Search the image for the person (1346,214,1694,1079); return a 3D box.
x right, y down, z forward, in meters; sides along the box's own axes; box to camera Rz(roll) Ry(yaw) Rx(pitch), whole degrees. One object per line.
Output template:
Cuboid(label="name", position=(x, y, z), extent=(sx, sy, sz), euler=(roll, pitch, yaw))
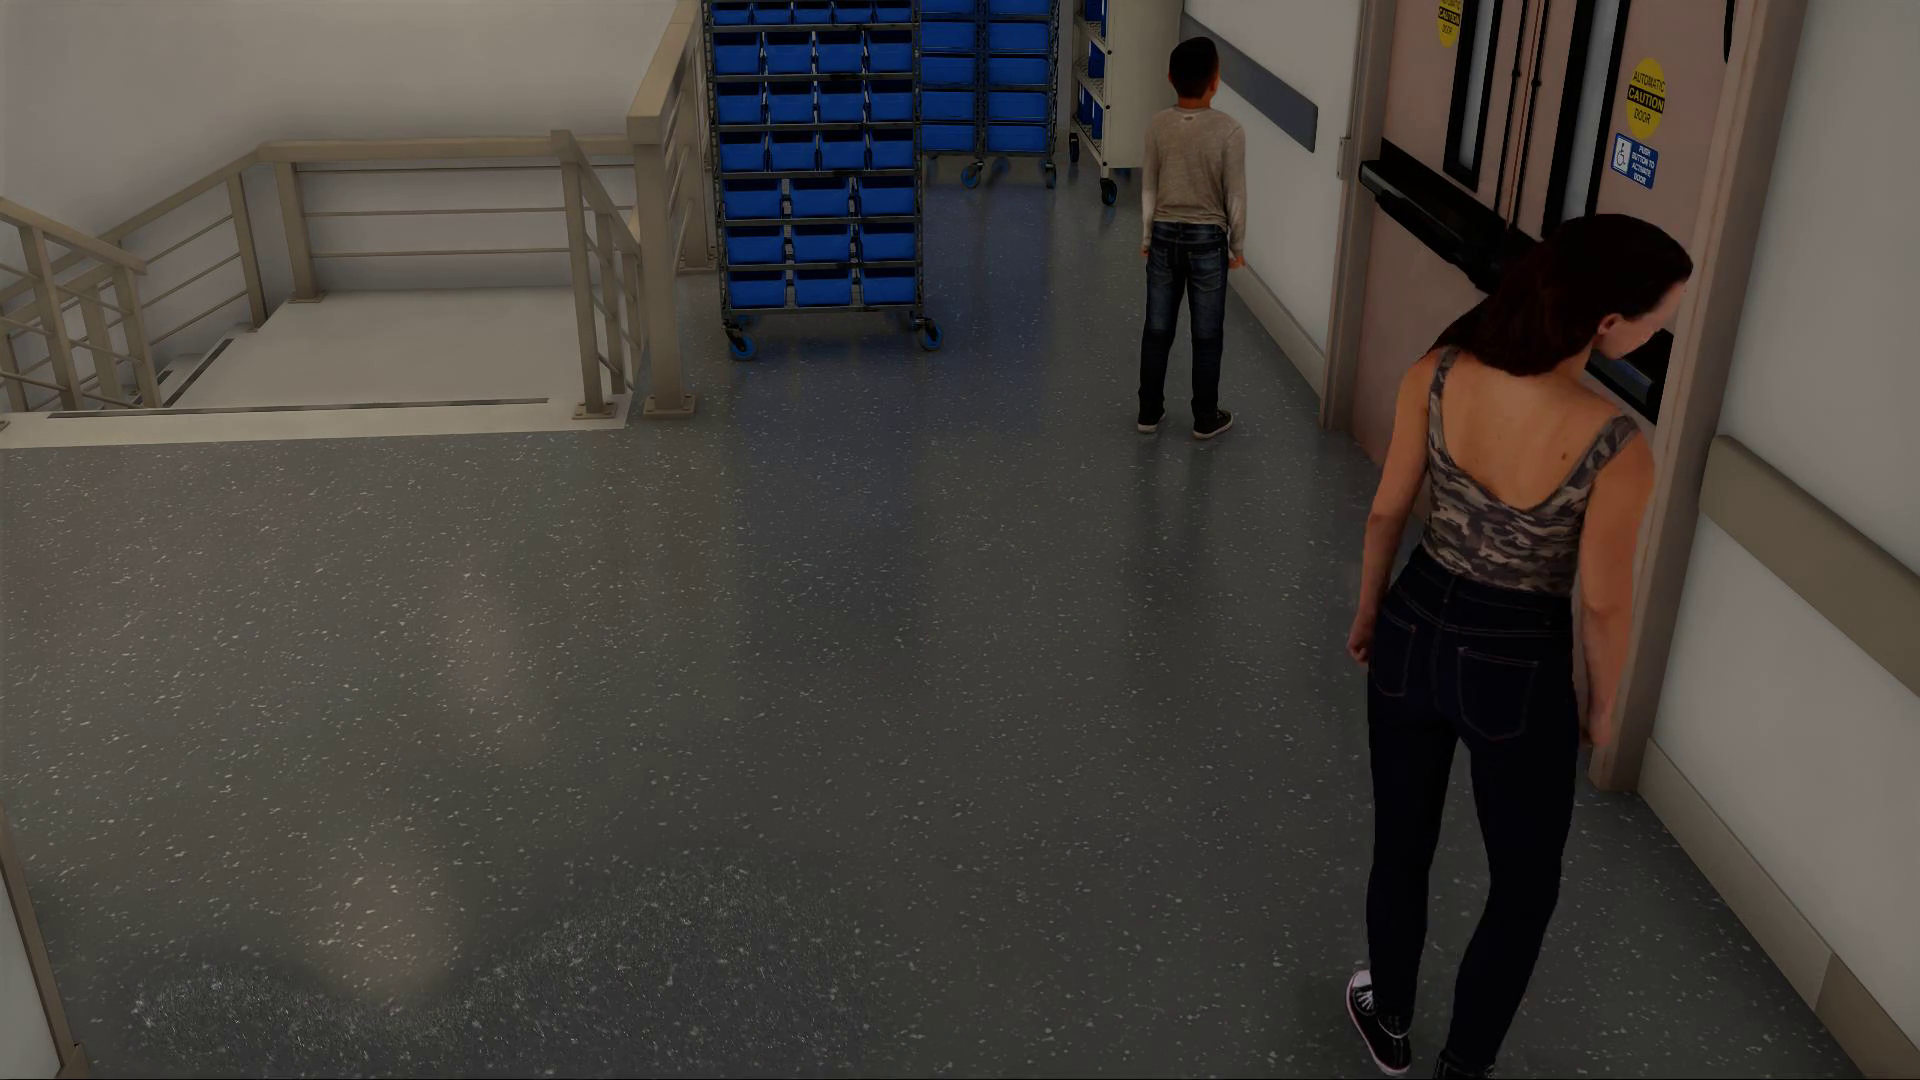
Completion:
Cuboid(label="person", position=(0.885, 0.256, 2.984), extent=(0.824, 1.750, 0.877), euler=(10, 28, 20))

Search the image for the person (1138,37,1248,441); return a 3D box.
Cuboid(label="person", position=(0.834, -1.086, 6.093), extent=(0.621, 1.465, 0.637), euler=(10, 28, 20))
